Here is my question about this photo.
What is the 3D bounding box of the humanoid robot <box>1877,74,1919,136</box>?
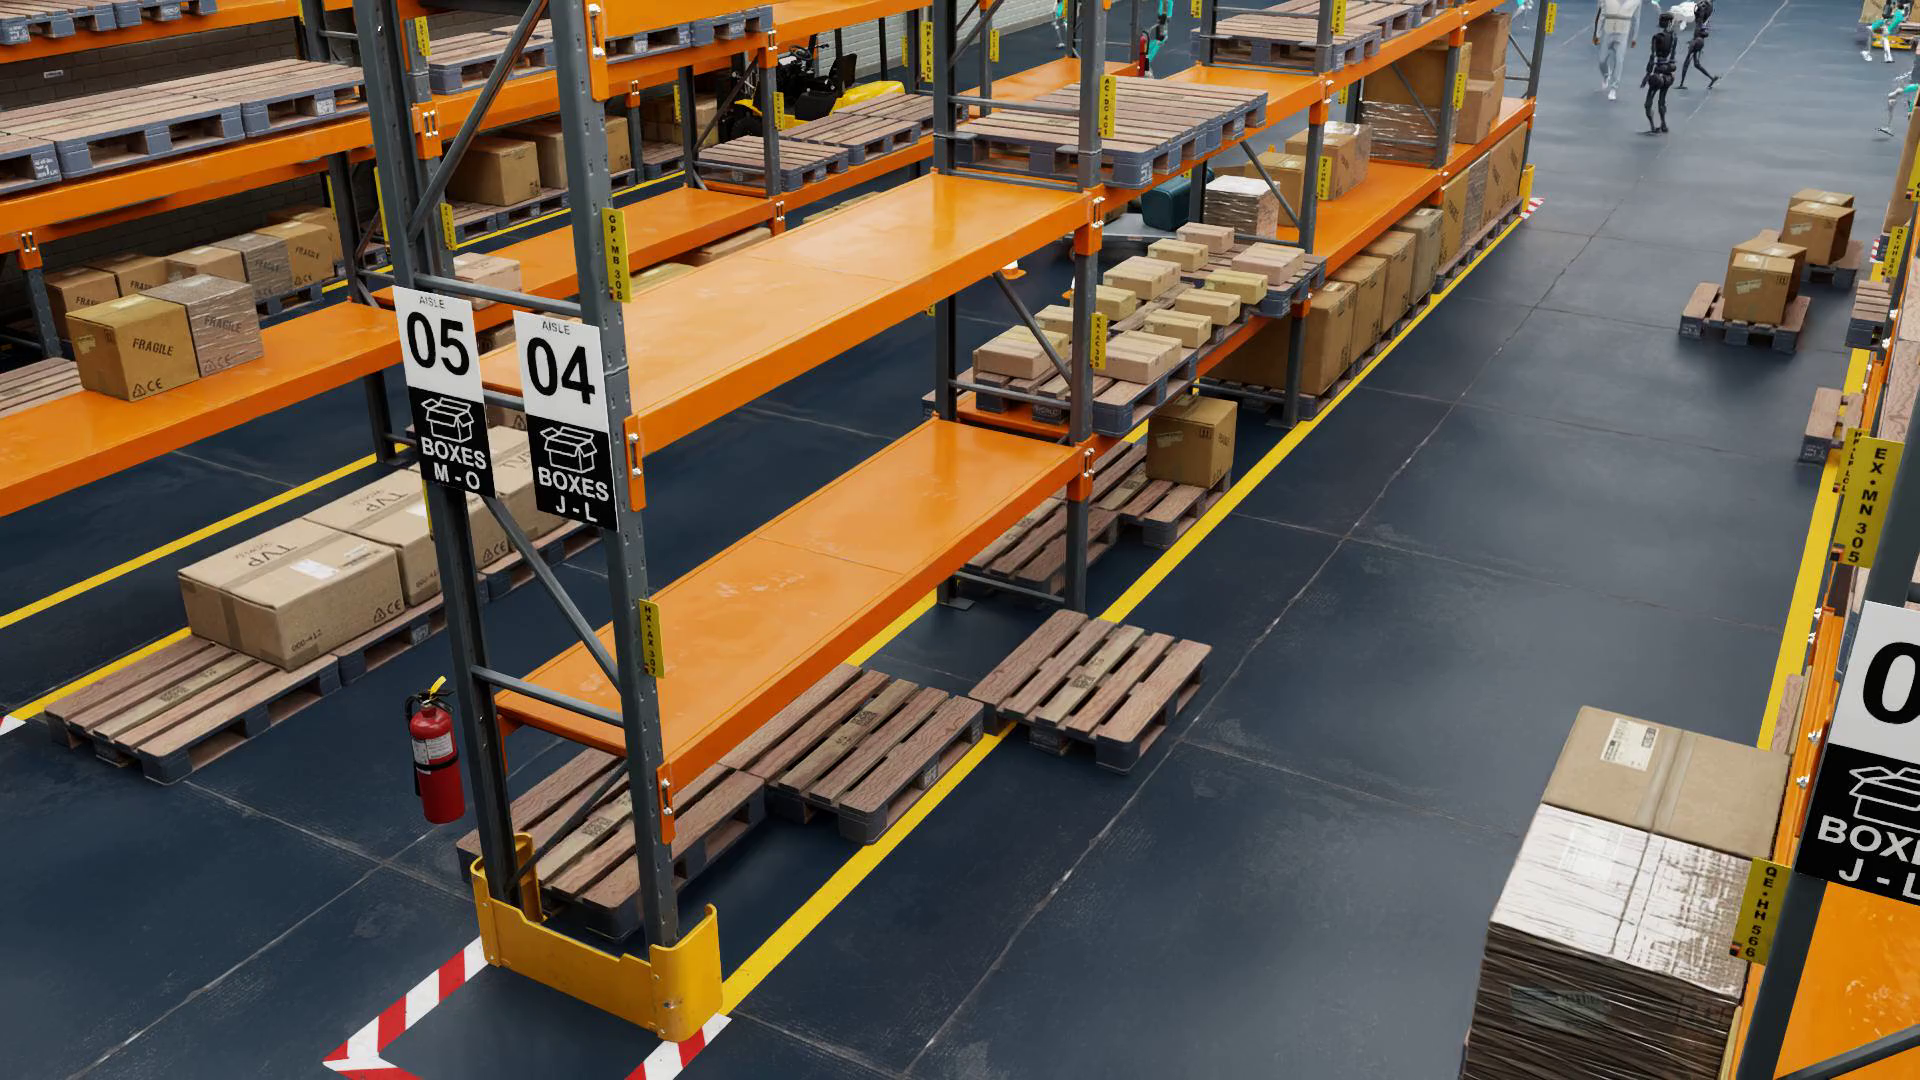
[{"bbox_3d":[13.165,-6.348,22.900,1.027,1.771,0.533,5,26,11],"label":"humanoid robot"}]

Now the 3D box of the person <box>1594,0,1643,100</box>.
[{"bbox_3d":[10.168,-7.826,25.726,0.626,1.898,0.641,12,28,24],"label":"person"}]

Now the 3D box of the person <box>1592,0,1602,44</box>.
[{"bbox_3d":[11.864,-10.012,30.199,0.600,1.959,0.370,3,26,6],"label":"person"}]

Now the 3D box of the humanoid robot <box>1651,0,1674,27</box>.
[{"bbox_3d":[13.535,-10.715,31.882,0.686,1.769,0.542,4,26,8],"label":"humanoid robot"}]

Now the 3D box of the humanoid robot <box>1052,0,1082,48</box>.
[{"bbox_3d":[1.862,-9.657,29.652,0.531,1.741,0.673,16,30,30],"label":"humanoid robot"}]

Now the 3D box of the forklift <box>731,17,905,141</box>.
[{"bbox_3d":[-1.819,-5.975,21.543,2.313,2.155,1.214,14,29,26],"label":"forklift"}]

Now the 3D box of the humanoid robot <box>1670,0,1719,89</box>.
[{"bbox_3d":[11.736,-7.948,26.264,0.653,1.638,0.589,10,28,20],"label":"humanoid robot"}]

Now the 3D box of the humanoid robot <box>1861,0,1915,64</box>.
[{"bbox_3d":[15.864,-9.055,28.486,0.566,1.740,0.989,-6,26,-11],"label":"humanoid robot"}]

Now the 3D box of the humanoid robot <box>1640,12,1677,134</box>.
[{"bbox_3d":[9.846,-6.543,23.324,0.621,1.637,0.386,-16,30,-30],"label":"humanoid robot"}]

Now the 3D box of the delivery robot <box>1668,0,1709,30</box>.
[{"bbox_3d":[14.042,-10.152,32.094,0.765,0.583,0.499,-16,30,-29],"label":"delivery robot"}]

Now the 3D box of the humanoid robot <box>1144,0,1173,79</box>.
[{"bbox_3d":[3.031,-7.972,26.266,0.671,1.852,0.539,5,26,11],"label":"humanoid robot"}]

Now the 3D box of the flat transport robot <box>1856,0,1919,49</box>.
[{"bbox_3d":[17.085,-9.187,30.432,0.659,0.231,1.431,15,29,28],"label":"flat transport robot"}]

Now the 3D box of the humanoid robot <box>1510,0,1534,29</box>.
[{"bbox_3d":[10.768,-10.631,31.792,0.801,1.803,0.531,16,30,30],"label":"humanoid robot"}]
